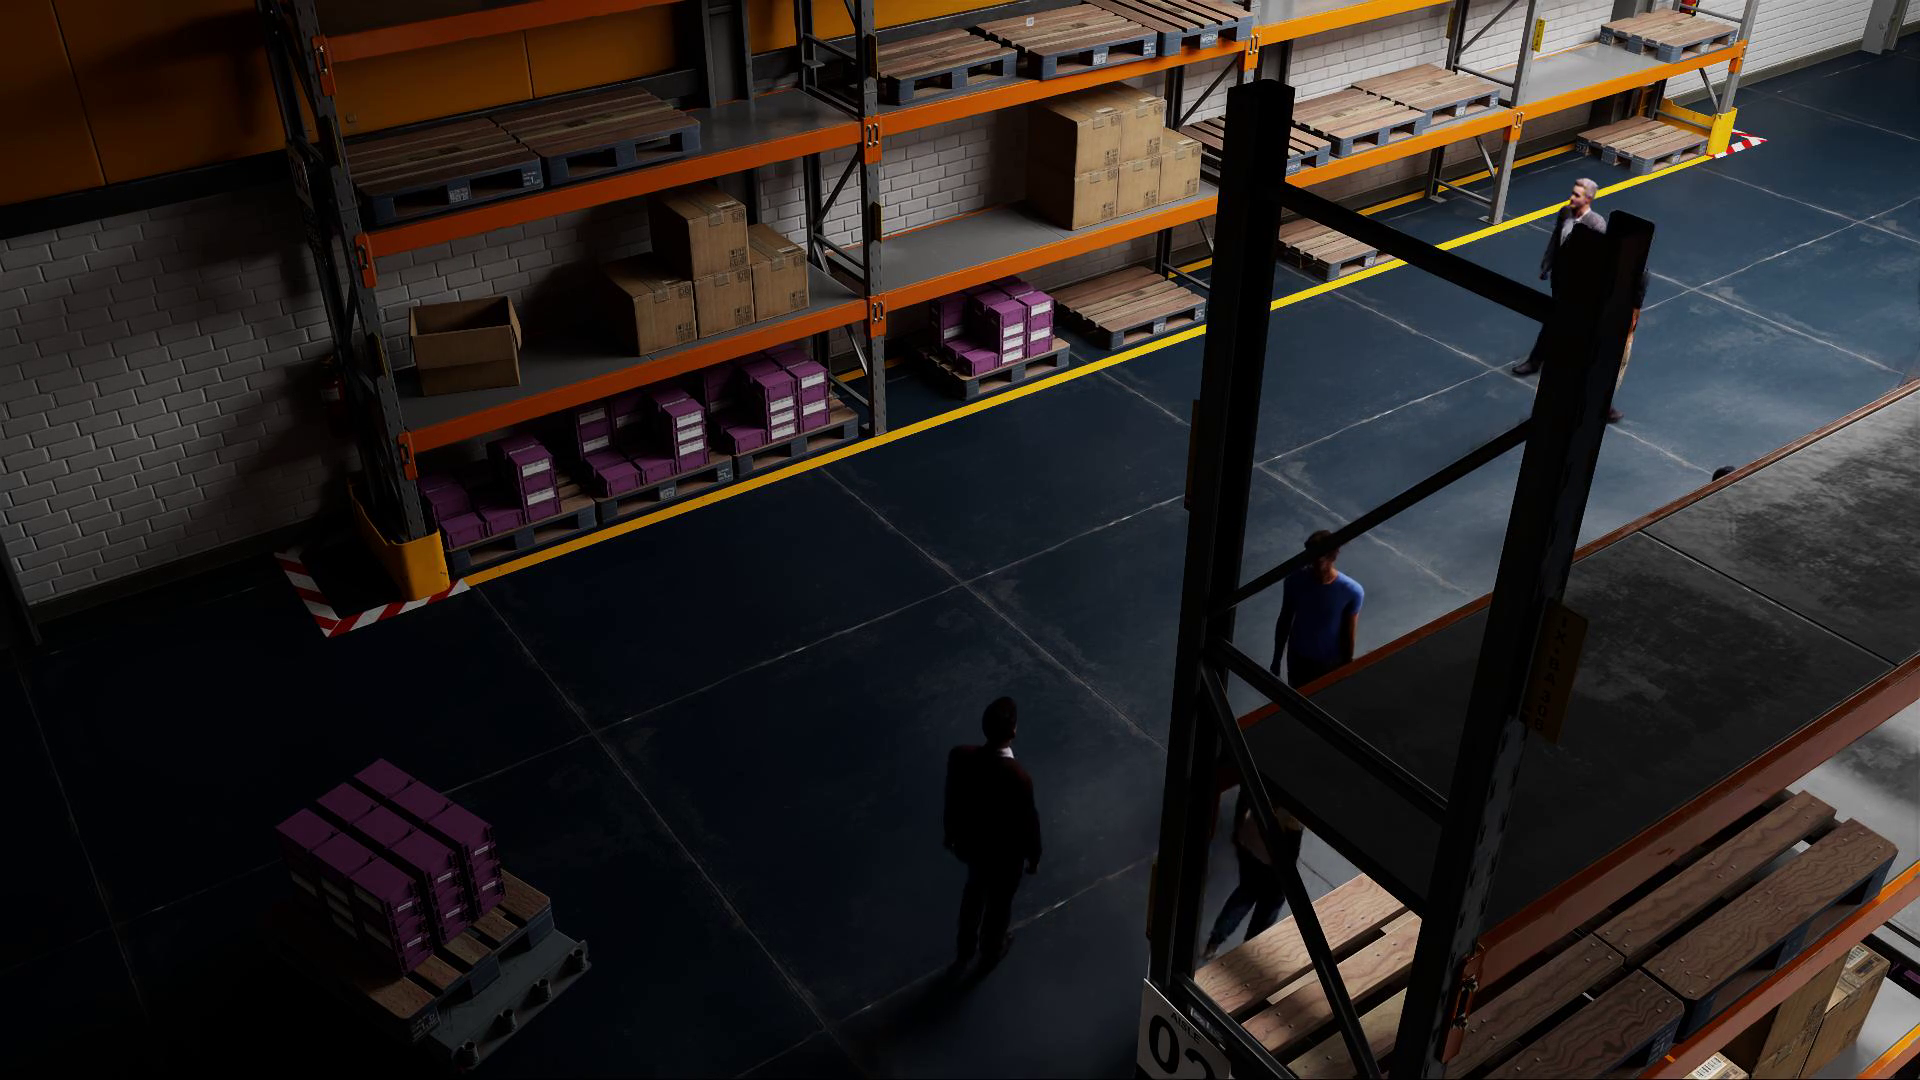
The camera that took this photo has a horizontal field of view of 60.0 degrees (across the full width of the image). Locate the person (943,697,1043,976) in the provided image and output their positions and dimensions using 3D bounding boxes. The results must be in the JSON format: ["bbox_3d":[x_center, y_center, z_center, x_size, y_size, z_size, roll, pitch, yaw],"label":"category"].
[{"bbox_3d":[0.125,1.647,8.808,0.820,1.856,0.823,19,38,26],"label":"person"}]

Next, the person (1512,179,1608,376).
[{"bbox_3d":[5.516,-2.365,14.897,1.276,1.798,0.939,-11,35,-15],"label":"person"}]

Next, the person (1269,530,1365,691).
[{"bbox_3d":[2.226,0.676,10.287,0.844,1.837,1.023,19,38,27],"label":"person"}]

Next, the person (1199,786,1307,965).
[{"bbox_3d":[1.573,1.715,8.842,0.870,1.706,0.668,-25,41,-32],"label":"person"}]
